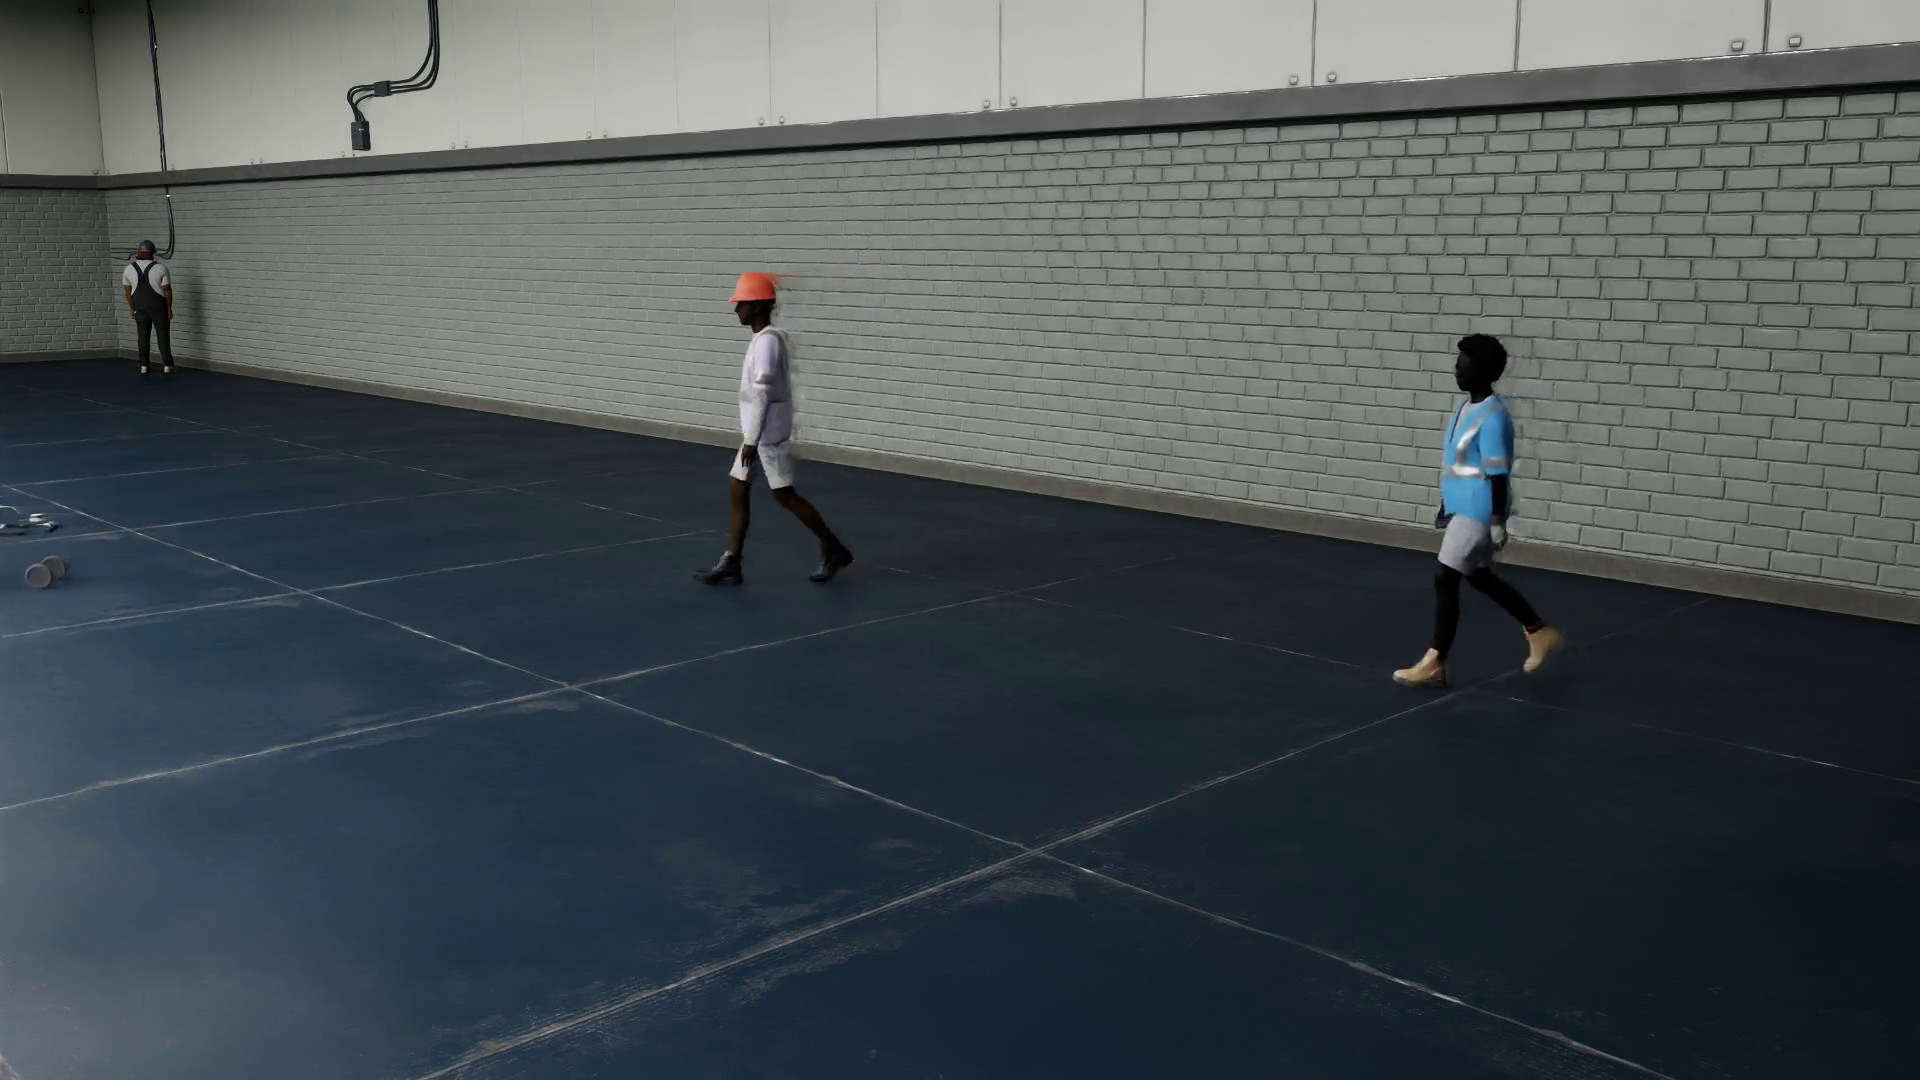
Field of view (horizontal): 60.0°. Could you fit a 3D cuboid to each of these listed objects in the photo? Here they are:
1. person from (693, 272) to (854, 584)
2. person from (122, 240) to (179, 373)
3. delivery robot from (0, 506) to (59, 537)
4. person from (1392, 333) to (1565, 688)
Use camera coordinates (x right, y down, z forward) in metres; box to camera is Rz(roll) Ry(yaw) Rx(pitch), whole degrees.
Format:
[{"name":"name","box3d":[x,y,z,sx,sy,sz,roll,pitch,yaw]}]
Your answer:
[{"name":"person","box3d":[-1.116,-0.667,10.069,0.952,1.905,0.553,-2,11,-13]},{"name":"person","box3d":[-12.518,-3.597,25.758,0.683,2.000,0.536,-1,10,-5]},{"name":"delivery robot","box3d":[-5.877,-0.154,10.076,0.698,0.223,0.335,-2,11,-11]},{"name":"person","box3d":[2.485,-0.142,7.805,0.780,1.667,0.529,1,10,4]}]
